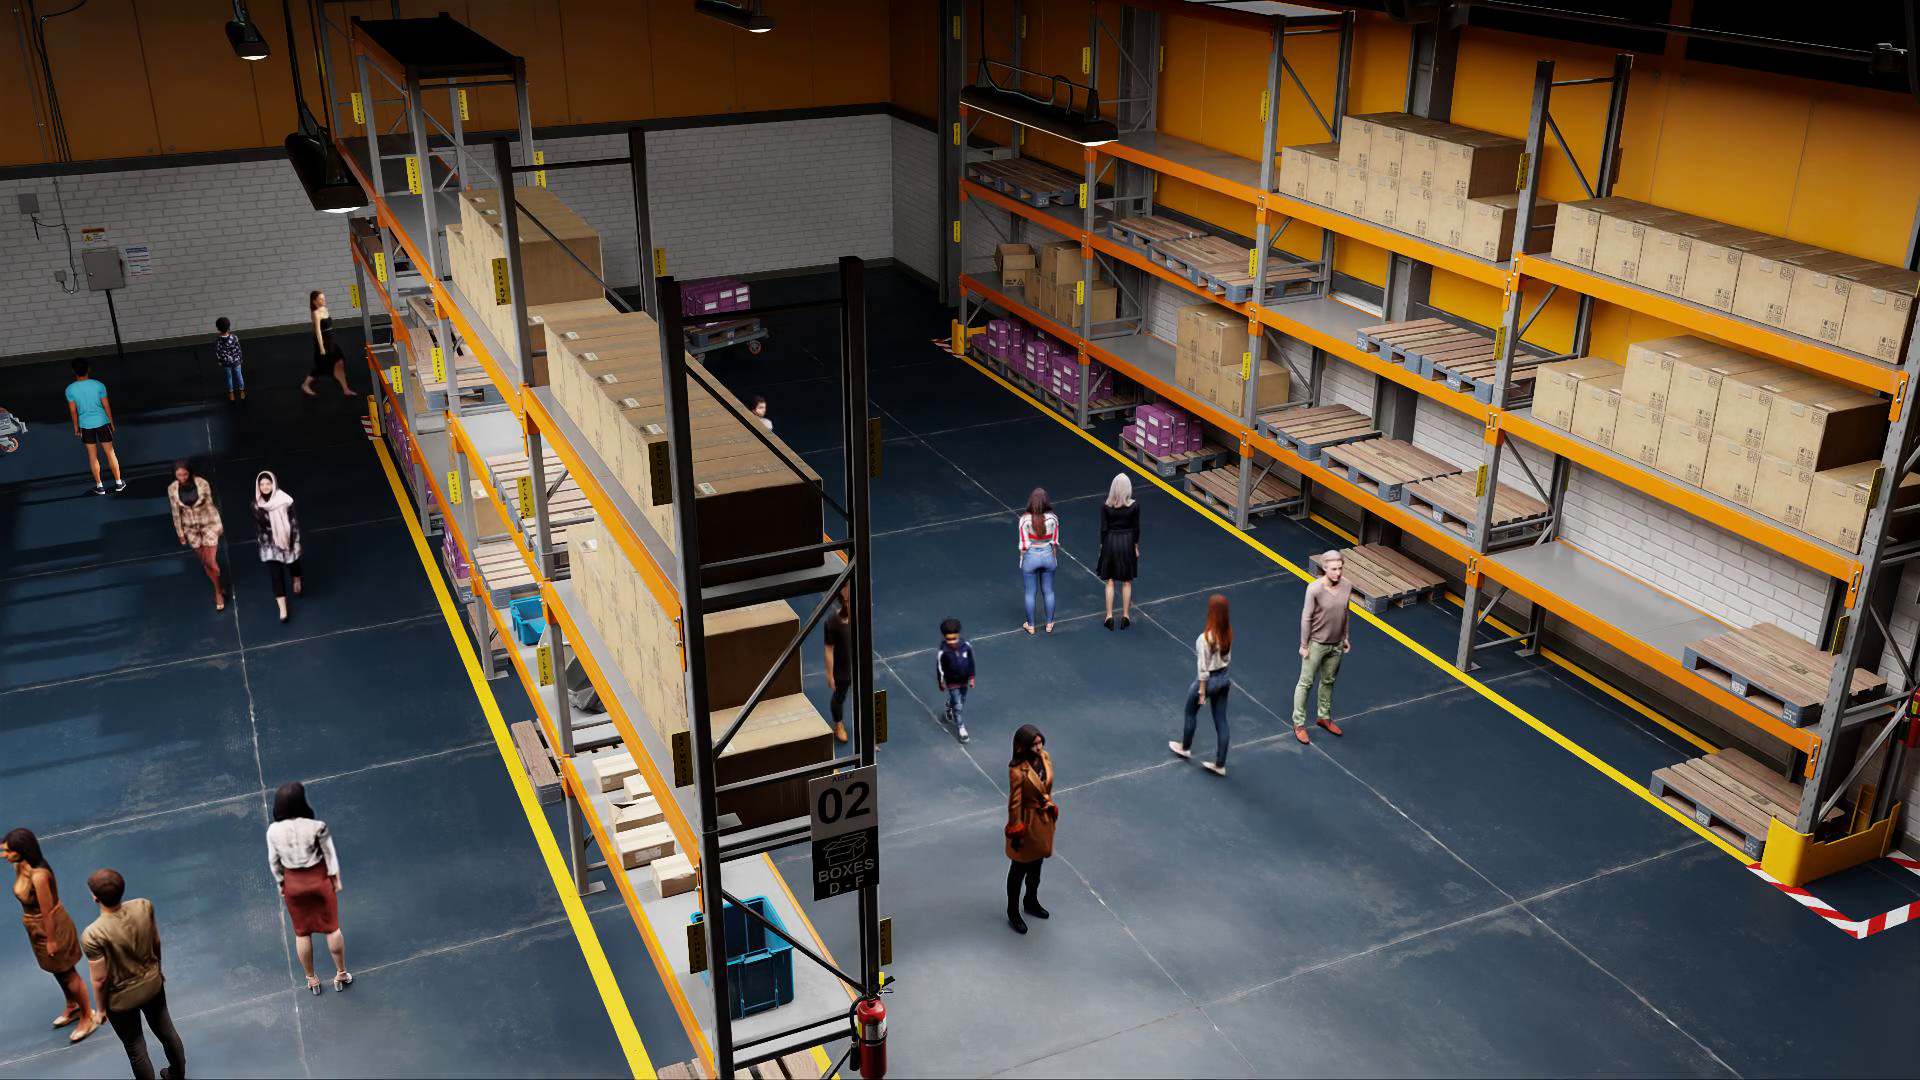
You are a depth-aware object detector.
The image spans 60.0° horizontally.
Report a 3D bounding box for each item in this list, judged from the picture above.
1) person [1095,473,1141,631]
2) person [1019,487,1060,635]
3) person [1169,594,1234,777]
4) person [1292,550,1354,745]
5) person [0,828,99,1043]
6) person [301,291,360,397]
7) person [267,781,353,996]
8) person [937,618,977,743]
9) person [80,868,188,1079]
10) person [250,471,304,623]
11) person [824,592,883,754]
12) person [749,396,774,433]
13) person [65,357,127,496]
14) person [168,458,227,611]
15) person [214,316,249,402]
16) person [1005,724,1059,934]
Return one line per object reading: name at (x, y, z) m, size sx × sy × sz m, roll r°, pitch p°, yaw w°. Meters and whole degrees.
person at (1.664, 0.116, 17.457) m, size 0.689 × 1.746 × 0.695 m, roll 0°, pitch 24°, yaw -1°
person at (0.823, 0.209, 17.409) m, size 0.638 × 1.613 × 0.601 m, roll -3°, pitch 24°, yaw -7°
person at (2.301, 1.316, 14.764) m, size 0.685 × 1.704 × 0.932 m, roll -15°, pitch 28°, yaw -31°
person at (3.368, 0.950, 15.390) m, size 0.689 × 1.872 × 0.582 m, roll -9°, pitch 25°, yaw -20°
person at (-6.326, 2.723, 11.570) m, size 0.590 × 1.684 × 0.699 m, roll 17°, pitch 29°, yaw 34°
person at (-9.424, -2.865, 24.464) m, size 1.021 × 1.595 × 1.081 m, roll 4°, pitch 24°, yaw 8°
person at (-4.689, 2.509, 11.976) m, size 0.644 × 1.750 × 0.591 m, roll -4°, pitch 24°, yaw -9°
person at (-0.039, 1.259, 15.521) m, size 0.536 × 1.201 × 0.771 m, roll -10°, pitch 25°, yaw -21°
person at (-5.400, 2.938, 10.869) m, size 0.780 × 1.851 × 0.749 m, roll 12°, pitch 26°, yaw 25°
person at (-7.294, 0.006, 17.893) m, size 0.749 × 1.599 × 1.156 m, roll -6°, pitch 24°, yaw -14°
person at (-1.044, 1.120, 15.247) m, size 0.671 × 1.676 × 1.002 m, roll -10°, pitch 26°, yaw -22°
person at (-2.427, -0.859, 19.678) m, size 0.736 × 1.753 × 0.981 m, roll -19°, pitch 30°, yaw -37°
person at (-10.924, -1.446, 20.990) m, size 0.623 × 1.777 × 0.526 m, roll -12°, pitch 26°, yaw -26°
person at (-8.185, -0.112, 17.966) m, size 0.696 × 1.755 × 0.745 m, roll -5°, pitch 24°, yaw -12°
person at (-10.746, -2.683, 24.476) m, size 0.482 × 1.251 × 0.491 m, roll -11°, pitch 26°, yaw -23°
person at (0.536, 2.187, 12.750) m, size 0.729 × 1.720 × 0.772 m, roll 21°, pitch 31°, yaw 39°
